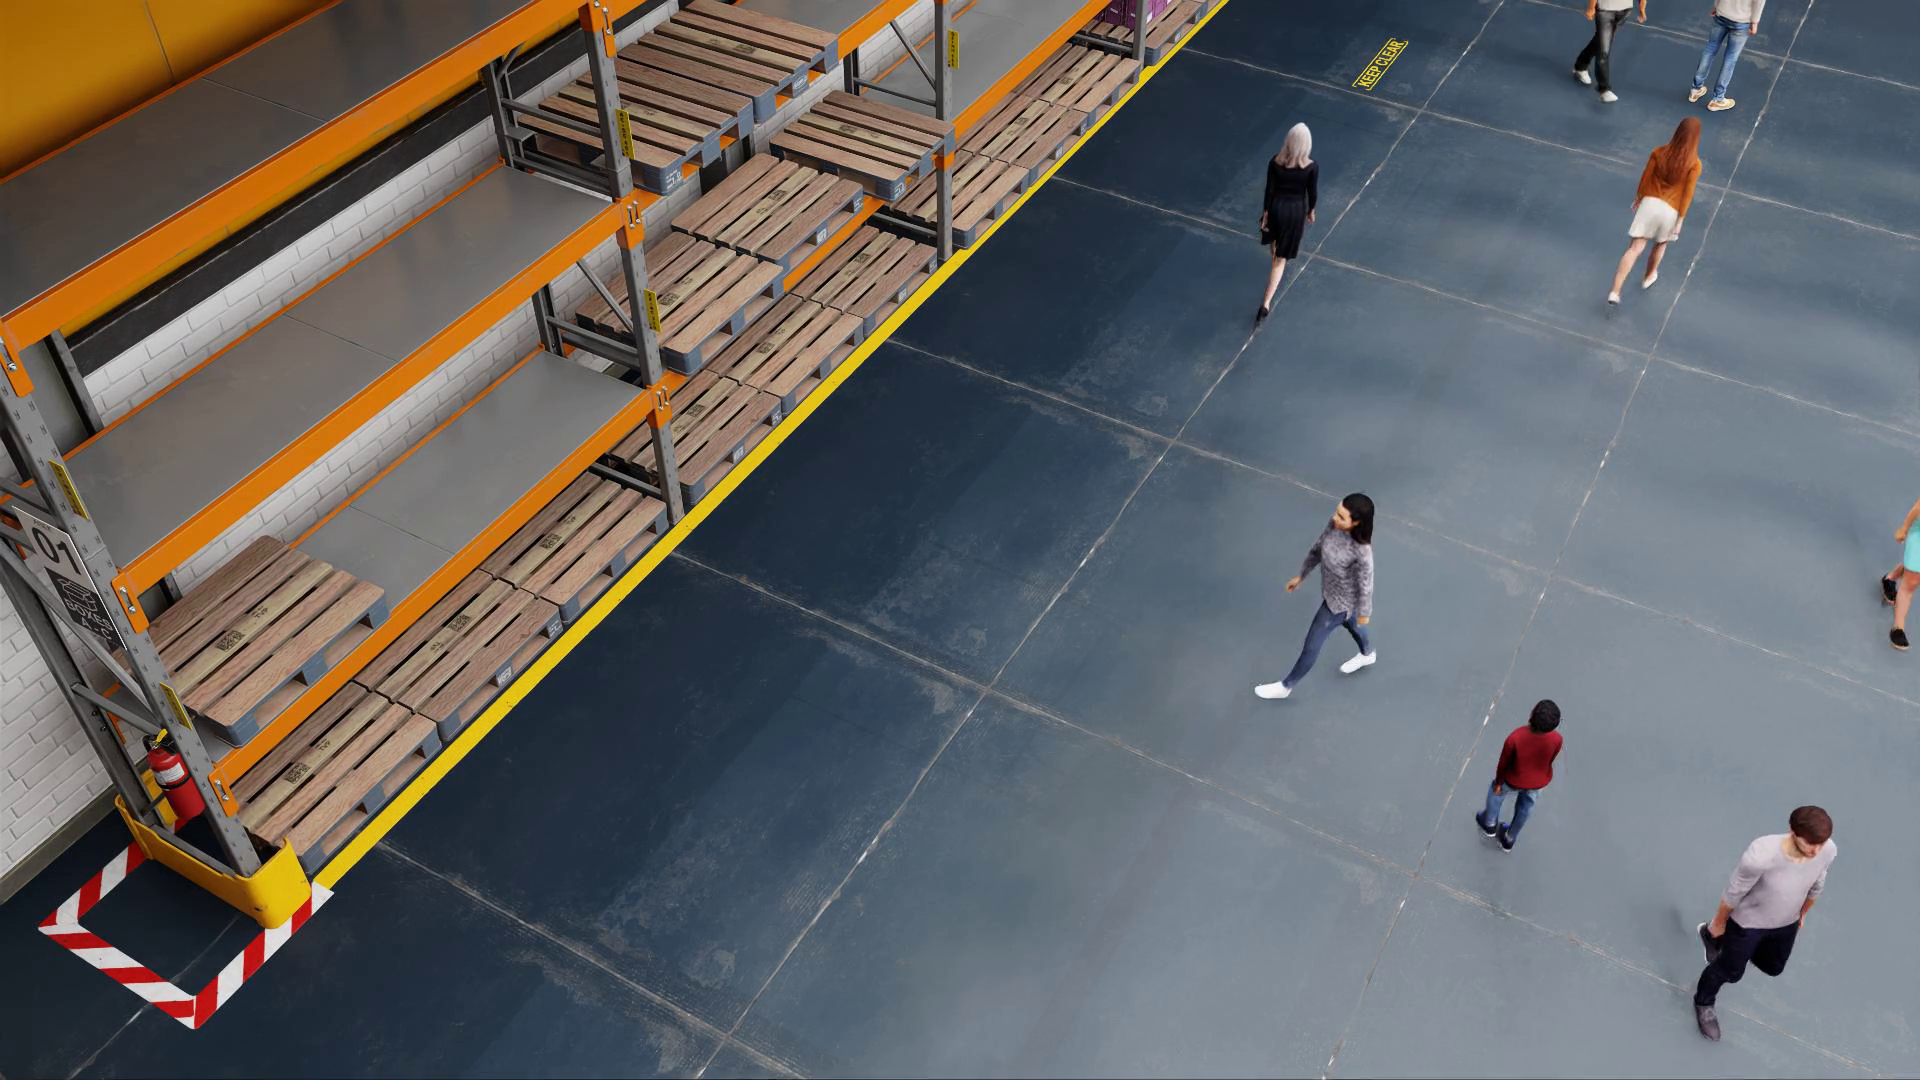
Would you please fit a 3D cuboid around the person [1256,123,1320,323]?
[{"bbox_3d":[2.687,-2.591,13.795,0.813,1.700,1.214,11,45,11],"label":"person"}]

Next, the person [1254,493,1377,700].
[{"bbox_3d":[2.528,0.341,10.729,1.180,1.684,1.133,-9,44,-10],"label":"person"}]

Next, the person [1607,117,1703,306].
[{"bbox_3d":[5.819,-2.709,13.927,0.728,1.689,1.111,29,51,27],"label":"person"}]

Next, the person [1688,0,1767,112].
[{"bbox_3d":[7.620,-5.166,16.352,0.729,1.903,0.757,-26,49,-24],"label":"person"}]

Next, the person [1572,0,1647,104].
[{"bbox_3d":[6.486,-5.350,16.636,1.132,1.777,1.188,-11,45,-12],"label":"person"}]

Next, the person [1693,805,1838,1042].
[{"bbox_3d":[4.267,1.946,8.942,0.922,1.826,0.995,-6,44,-6],"label":"person"}]

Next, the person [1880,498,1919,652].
[{"bbox_3d":[6.586,-0.062,11.276,0.765,1.515,1.099,9,44,9],"label":"person"}]

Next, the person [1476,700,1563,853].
[{"bbox_3d":[3.368,1.442,9.892,0.583,1.246,0.614,4,44,4],"label":"person"}]
